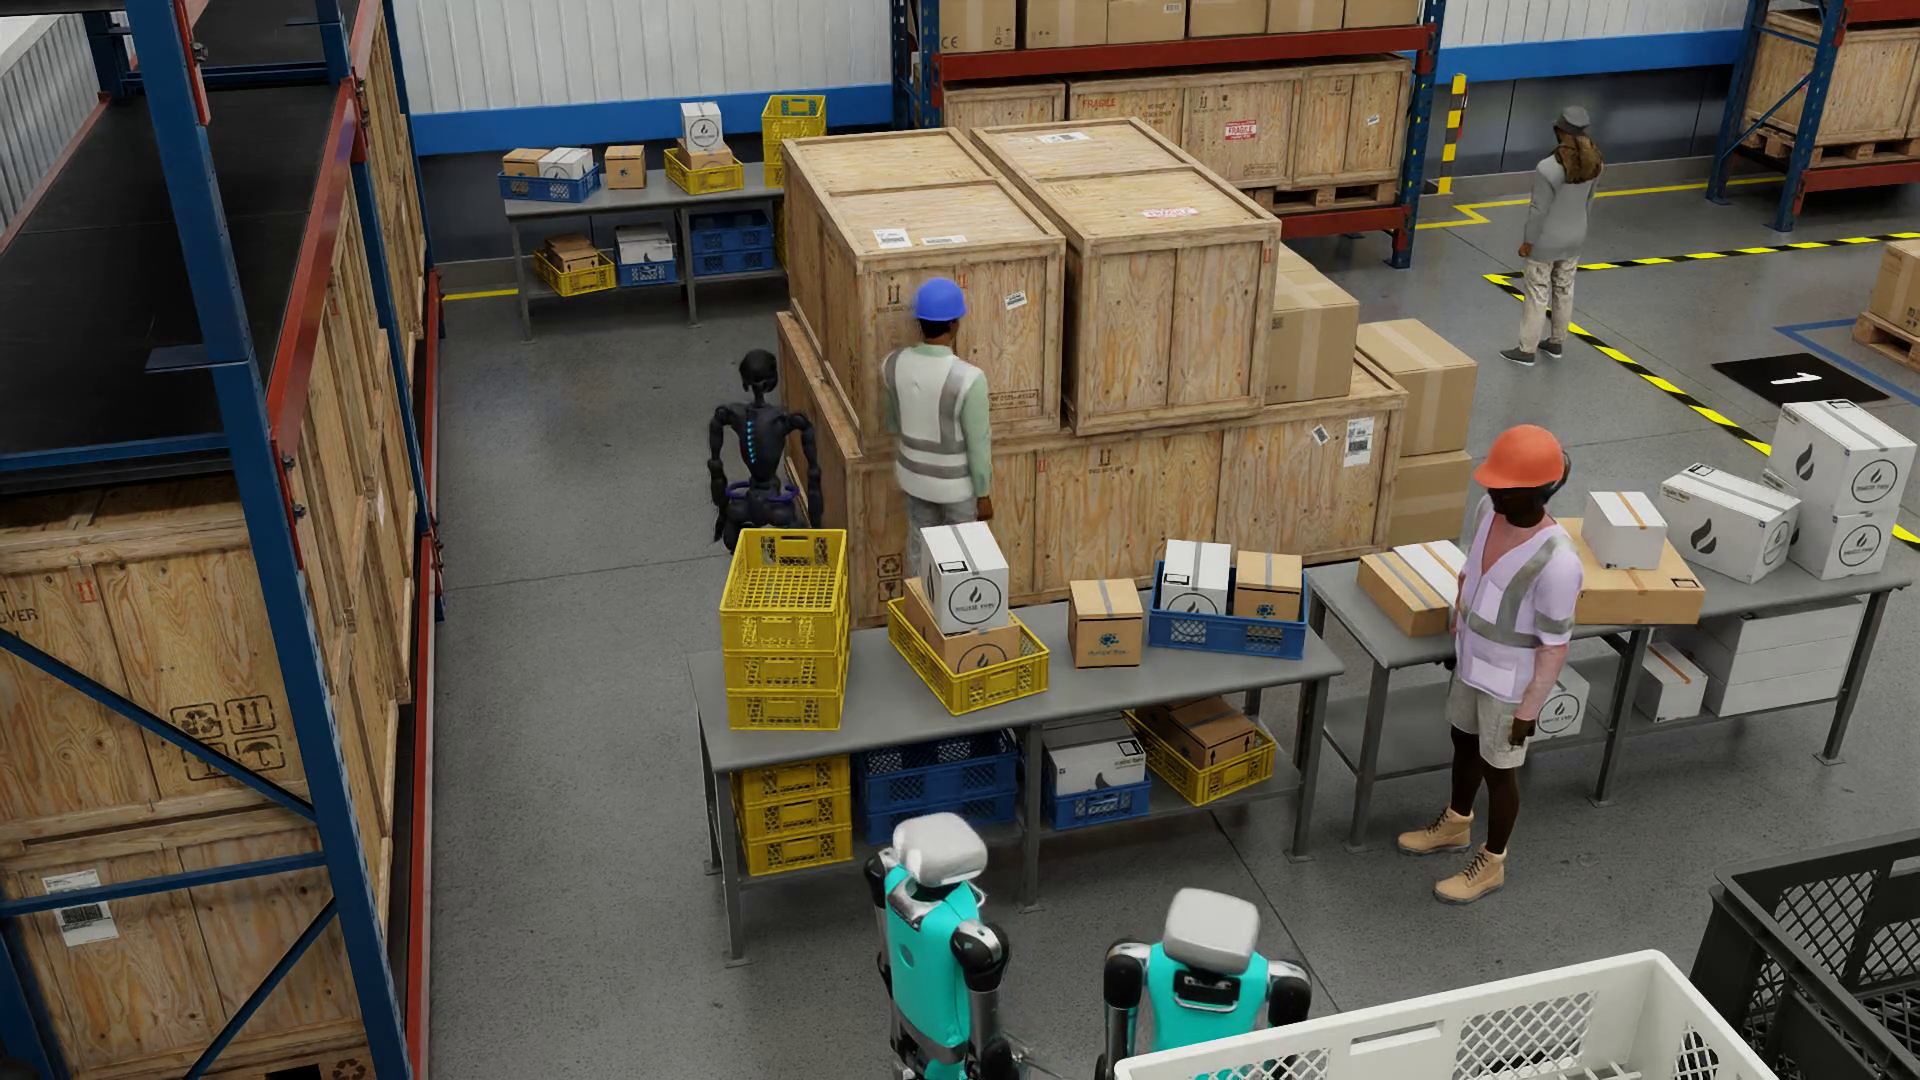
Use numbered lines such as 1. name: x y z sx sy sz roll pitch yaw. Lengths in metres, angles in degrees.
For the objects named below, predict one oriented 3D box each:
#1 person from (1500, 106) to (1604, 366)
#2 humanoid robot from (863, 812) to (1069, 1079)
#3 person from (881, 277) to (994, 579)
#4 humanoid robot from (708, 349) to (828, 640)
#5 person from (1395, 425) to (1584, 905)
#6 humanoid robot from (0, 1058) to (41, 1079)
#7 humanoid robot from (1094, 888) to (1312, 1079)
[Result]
1. person: 4.039 -2.050 11.281 0.574 1.767 0.398 -15 32 -25
2. humanoid robot: 0.114 1.489 4.865 0.681 1.782 0.547 -20 35 -32
3. person: -0.084 -0.316 7.963 0.635 1.937 0.435 21 35 33
4. humanoid robot: -0.924 -0.073 7.794 0.597 1.647 0.455 8 30 14
5. person: 2.032 0.491 6.390 0.377 2.040 0.613 -7 30 -13
6. humanoid robot: -2.184 1.924 4.150 0.599 1.657 0.315 5 29 9
7. humanoid robot: 0.581 1.771 4.316 0.531 1.734 0.726 5 29 9
